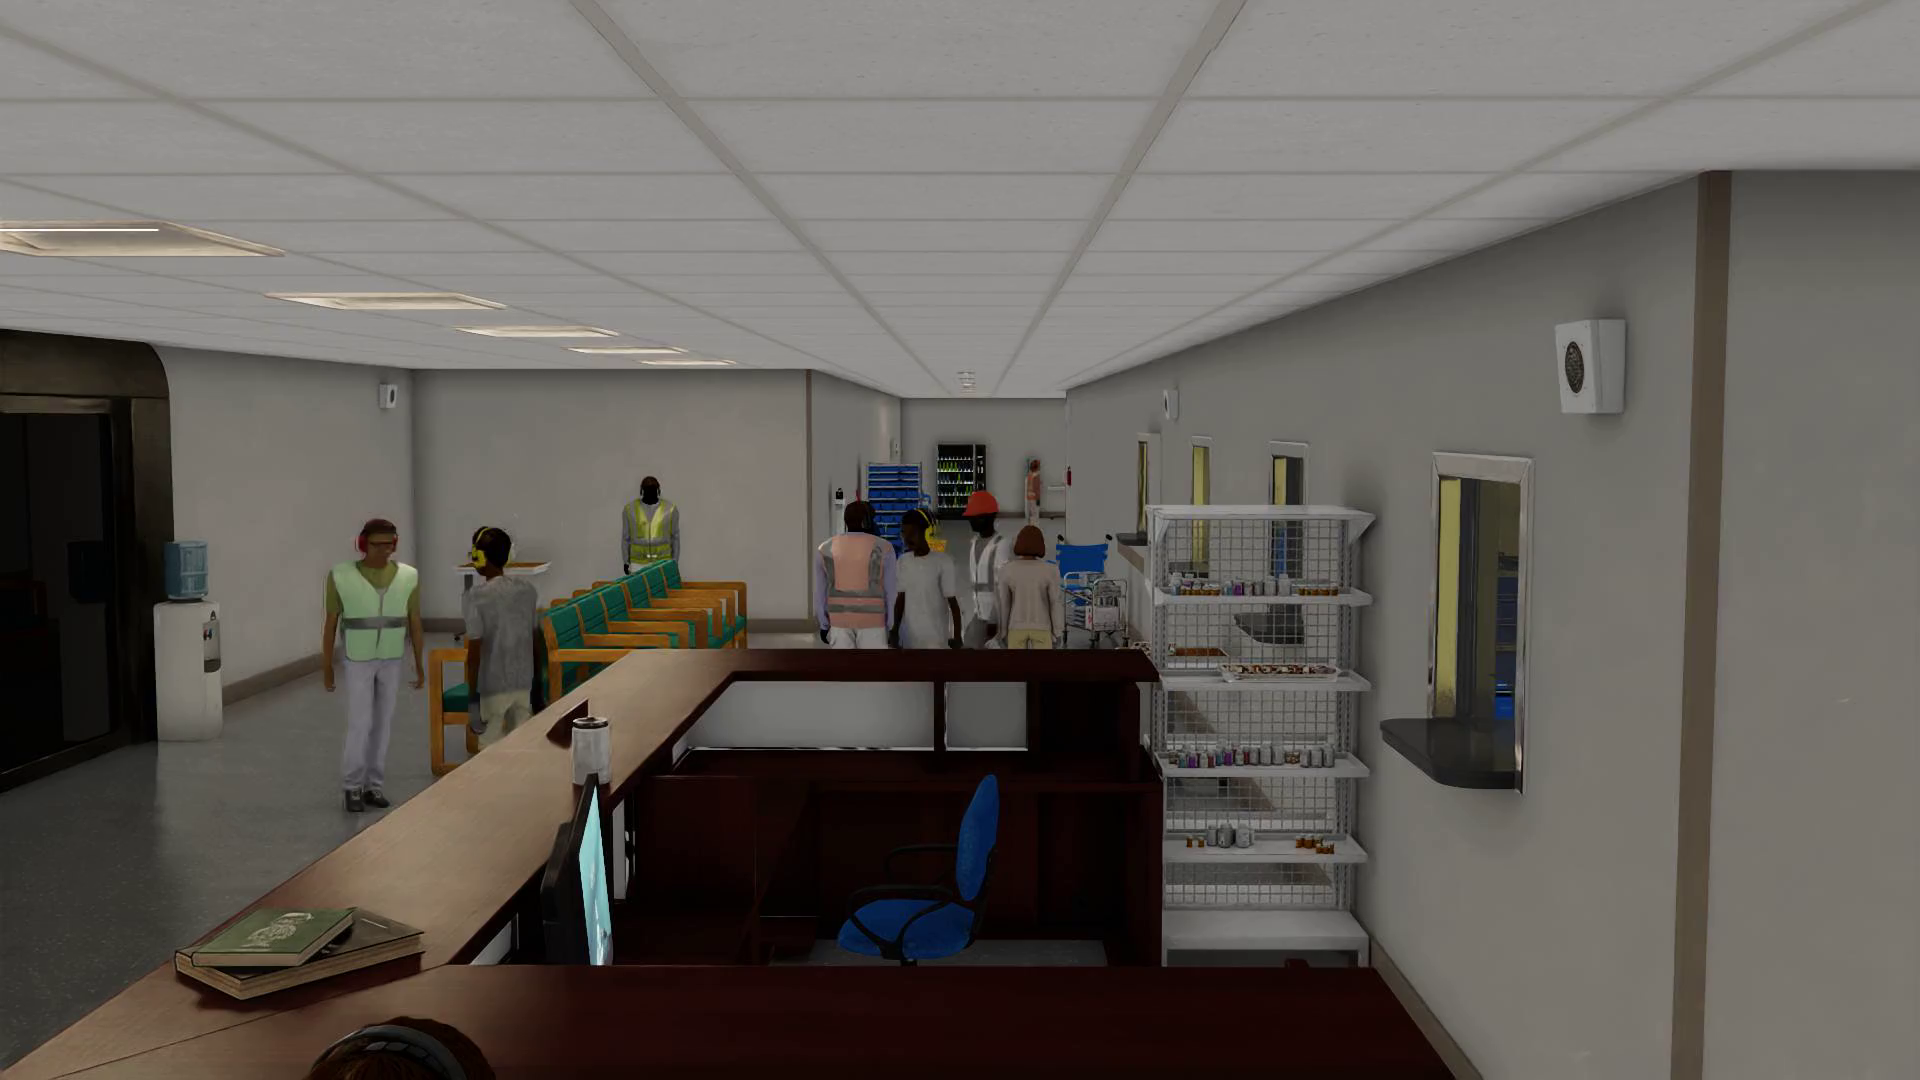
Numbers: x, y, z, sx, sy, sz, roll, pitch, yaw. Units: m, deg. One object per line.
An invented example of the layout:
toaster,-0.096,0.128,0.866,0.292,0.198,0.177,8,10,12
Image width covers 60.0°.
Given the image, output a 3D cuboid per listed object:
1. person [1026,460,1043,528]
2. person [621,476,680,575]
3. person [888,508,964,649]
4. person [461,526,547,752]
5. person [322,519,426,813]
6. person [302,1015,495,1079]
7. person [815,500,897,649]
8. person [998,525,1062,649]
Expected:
person,1.508,-0.815,33.890,0.315,1.641,0.515,-1,4,-18
person,-3.348,0.223,18.013,0.630,1.836,0.430,-1,4,-8
person,-0.227,0.701,11.234,0.459,1.843,0.509,-4,6,-43
person,-2.452,0.853,9.143,0.650,1.849,0.558,3,5,37
person,-3.644,0.776,10.349,0.597,1.817,0.491,-3,5,-40
person,-0.553,1.390,1.659,0.619,1.835,0.430,1,4,13
person,-0.744,0.625,12.309,0.632,1.839,0.429,1,4,13
person,0.534,0.703,12.644,0.497,1.633,0.284,1,4,13
